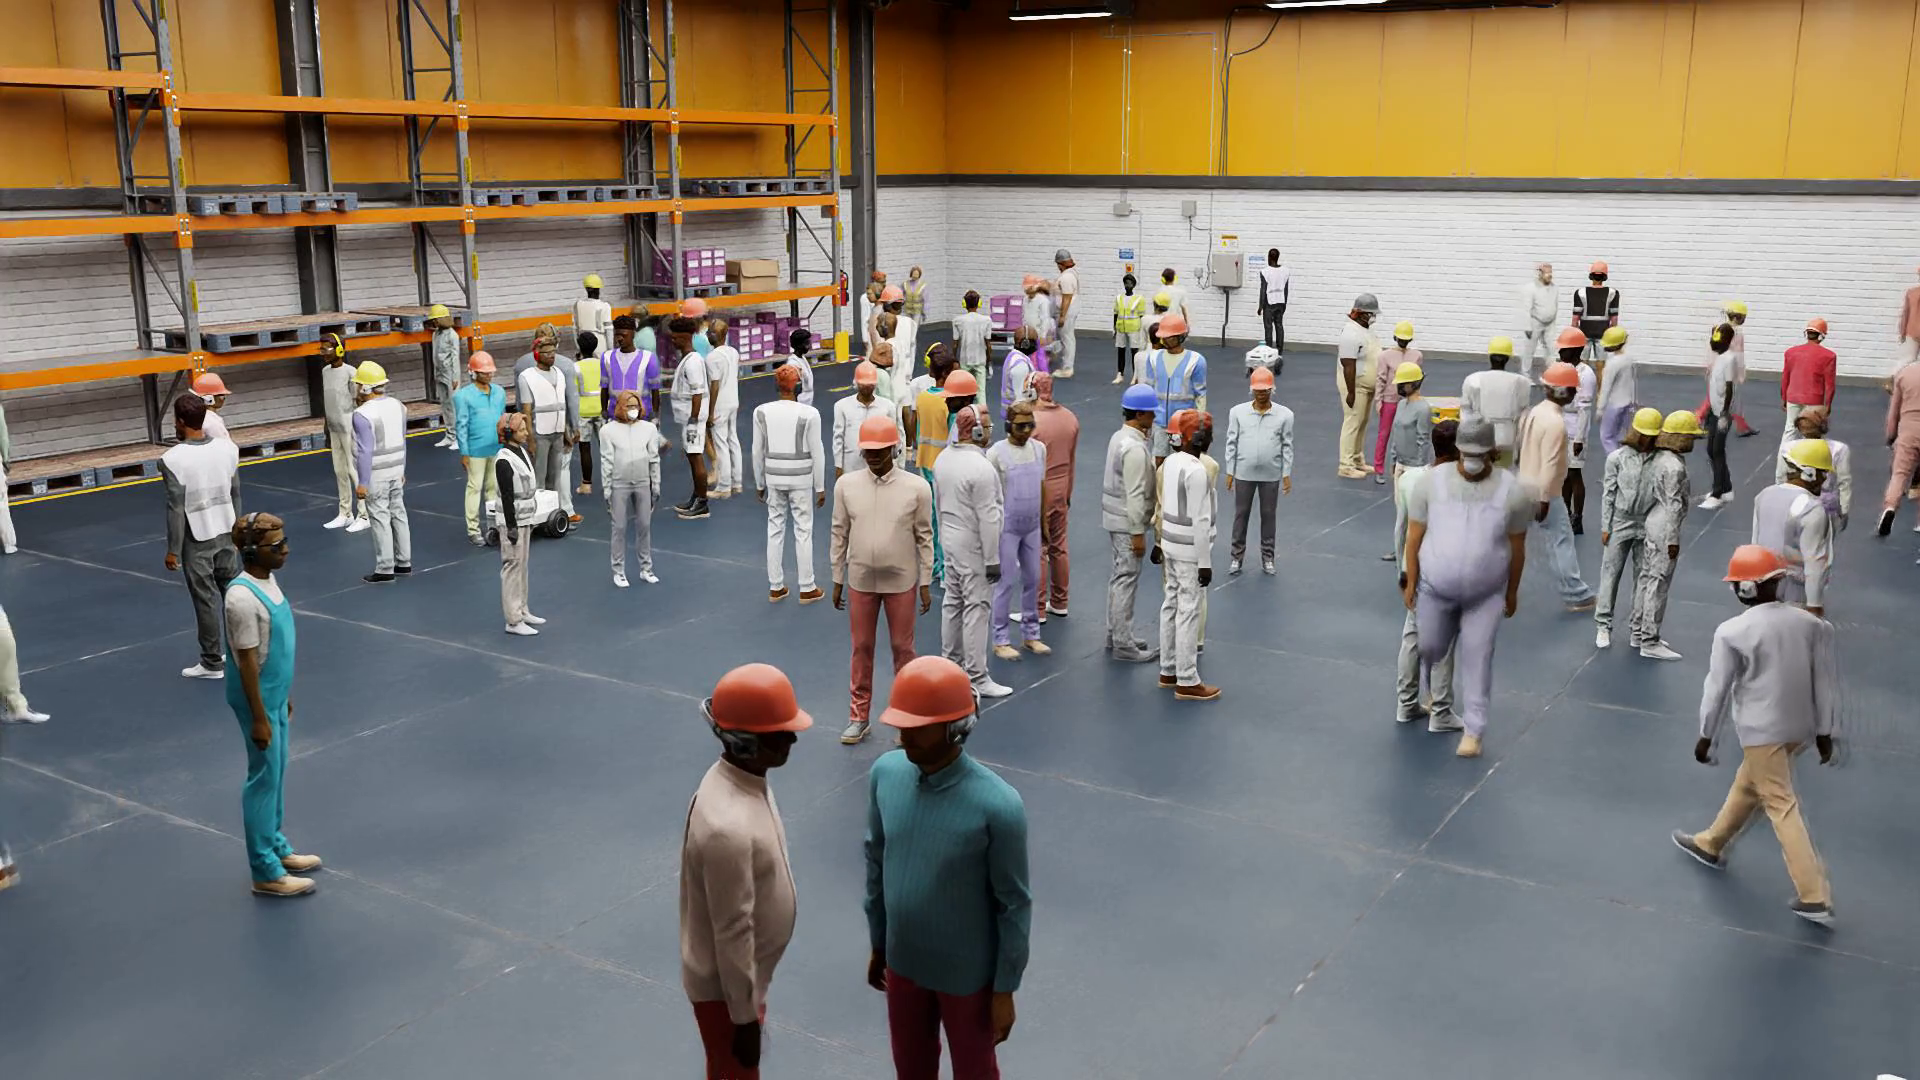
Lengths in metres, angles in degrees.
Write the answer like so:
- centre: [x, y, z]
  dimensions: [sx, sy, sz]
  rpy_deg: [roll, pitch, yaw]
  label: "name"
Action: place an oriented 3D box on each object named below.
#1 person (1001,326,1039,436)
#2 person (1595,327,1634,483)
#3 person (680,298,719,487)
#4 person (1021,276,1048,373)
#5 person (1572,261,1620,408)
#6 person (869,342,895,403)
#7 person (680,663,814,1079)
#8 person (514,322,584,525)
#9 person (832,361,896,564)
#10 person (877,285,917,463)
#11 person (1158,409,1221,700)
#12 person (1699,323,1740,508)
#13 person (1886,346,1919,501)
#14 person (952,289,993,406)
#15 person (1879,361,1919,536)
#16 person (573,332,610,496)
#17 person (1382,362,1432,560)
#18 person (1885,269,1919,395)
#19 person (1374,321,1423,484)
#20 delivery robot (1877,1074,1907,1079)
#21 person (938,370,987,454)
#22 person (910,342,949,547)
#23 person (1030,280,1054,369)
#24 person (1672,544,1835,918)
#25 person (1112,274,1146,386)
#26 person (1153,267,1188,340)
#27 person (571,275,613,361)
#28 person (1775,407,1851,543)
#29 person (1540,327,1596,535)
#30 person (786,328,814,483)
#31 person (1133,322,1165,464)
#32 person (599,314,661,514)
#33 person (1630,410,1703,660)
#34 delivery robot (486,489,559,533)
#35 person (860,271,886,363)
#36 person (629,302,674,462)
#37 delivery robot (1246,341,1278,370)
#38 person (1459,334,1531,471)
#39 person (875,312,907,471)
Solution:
- centre: [0.619, -1.197, 16.462]
  dimensions: [0.429, 1.837, 0.624]
  rpy_deg: [-1, 13, -2]
  label: "person"
- centre: [6.993, -1.431, 17.749]
  dimensions: [0.334, 1.706, 0.629]
  rpy_deg: [11, 17, 40]
  label: "person"
- centre: [-2.672, -1.543, 17.574]
  dimensions: [0.434, 2.020, 0.675]
  rpy_deg: [2, 13, 9]
  label: "person"
- centre: [1.101, -3.070, 24.842]
  dimensions: [0.501, 1.726, 0.574]
  rpy_deg: [-9, 16, -35]
  label: "person"
- centre: [8.847, -2.866, 23.231]
  dimensions: [0.609, 2.044, 0.393]
  rpy_deg: [4, 14, 17]
  label: "person"
- centre: [-0.785, -1.191, 16.862]
  dimensions: [0.286, 1.633, 0.500]
  rpy_deg: [-3, 13, -15]
  label: "person"
- centre: [-0.649, 1.335, 5.154]
  dimensions: [0.432, 1.982, 0.619]
  rpy_deg: [0, 13, -1]
  label: "person"
- centre: [-3.884, -1.086, 15.739]
  dimensions: [0.635, 1.937, 0.354]
  rpy_deg: [4, 13, 15]
  label: "person"
- centre: [-0.813, -0.666, 14.318]
  dimensions: [0.563, 1.753, 0.327]
  rpy_deg: [-3, 13, -12]
  label: "person"
- centre: [-0.754, -1.853, 18.837]
  dimensions: [0.380, 2.045, 0.605]
  rpy_deg: [10, 16, 37]
  label: "person"
- centre: [1.482, 0.090, 10.759]
  dimensions: [0.355, 1.884, 0.573]
  rpy_deg: [-3, 13, -14]
  label: "person"
- centre: [7.646, -1.234, 16.637]
  dimensions: [0.392, 1.835, 0.643]
  rpy_deg: [3, 13, 12]
  label: "person"
- centre: [9.779, -1.239, 16.957]
  dimensions: [0.320, 1.686, 0.541]
  rpy_deg: [-6, 14, -25]
  label: "person"
- centre: [0.156, -2.156, 20.565]
  dimensions: [0.510, 1.860, 0.333]
  rpy_deg: [1, 13, 2]
  label: "person"
- centre: [8.859, -0.953, 15.307]
  dimensions: [0.830, 1.875, 0.662]
  rpy_deg: [-12, 18, -43]
  label: "person"
- centre: [-3.820, -1.306, 17.224]
  dimensions: [0.540, 1.695, 0.317]
  rpy_deg: [-9, 16, -35]
  label: "person"
- centre: [3.831, -0.644, 14.229]
  dimensions: [0.342, 1.756, 0.534]
  rpy_deg: [-3, 13, -12]
  label: "person"
- centre: [13.858, -3.009, 24.054]
  dimensions: [0.730, 1.961, 0.604]
  rpy_deg: [-5, 14, -21]
  label: "person"
- centre: [4.701, -1.470, 17.806]
  dimensions: [0.533, 1.758, 0.332]
  rpy_deg: [-3, 13, -13]
  label: "person"
- centre: [3.303, 1.967, 5.326]
  dimensions: [0.707, 0.478, 0.477]
  rpy_deg: [10, 16, 37]
  label: "delivery robot"
- centre: [0.026, -0.306, 12.389]
  dimensions: [0.387, 1.931, 0.545]
  rpy_deg: [-3, 13, -11]
  label: "person"
- centre: [-0.208, -0.835, 14.818]
  dimensions: [0.515, 1.865, 0.328]
  rpy_deg: [-10, 16, -36]
  label: "person"
- centre: [1.242, -3.242, 25.864]
  dimensions: [0.317, 1.586, 0.584]
  rpy_deg: [8, 15, 32]
  label: "person"
- centre: [3.802, 0.877, 7.823]
  dimensions: [0.568, 1.673, 0.972]
  rpy_deg: [-5, 14, -21]
  label: "person"
- centre: [2.575, -3.215, 25.496]
  dimensions: [0.541, 1.700, 0.316]
  rpy_deg: [8, 15, 30]
  label: "person"
- centre: [3.180, -3.217, 25.261]
  dimensions: [0.553, 1.832, 0.848]
  rpy_deg: [1, 13, 6]
  label: "person"
- centre: [-4.882, -2.569, 22.222]
  dimensions: [0.587, 1.916, 0.392]
  rpy_deg: [4, 14, 18]
  label: "person"
- centre: [6.525, -0.228, 12.744]
  dimensions: [0.542, 1.605, 0.724]
  rpy_deg: [8, 15, 30]
  label: "person"
- centre: [5.632, -1.007, 15.434]
  dimensions: [0.392, 1.929, 0.546]
  rpy_deg: [-2, 13, -8]
  label: "person"
- centre: [-1.705, -1.396, 17.616]
  dimensions: [0.317, 1.694, 0.540]
  rpy_deg: [1, 13, 5]
  label: "person"
- centre: [1.946, -1.256, 16.669]
  dimensions: [0.341, 1.857, 0.521]
  rpy_deg: [-12, 18, -43]
  label: "person"
- centre: [-3.236, -1.229, 16.296]
  dimensions: [0.613, 1.964, 0.361]
  rpy_deg: [2, 13, 6]
  label: "person"
- centre: [4.962, -0.046, 11.655]
  dimensions: [0.319, 1.742, 0.492]
  rpy_deg: [2, 13, 8]
  label: "person"
- centre: [-3.981, -0.295, 15.134]
  dimensions: [0.477, 0.478, 0.707]
  rpy_deg: [6, 14, 24]
  label: "delivery robot"
- centre: [-1.170, -2.885, 23.688]
  dimensions: [0.575, 1.878, 0.347]
  rpy_deg: [-11, 17, -40]
  label: "person"
- centre: [-3.547, -1.673, 18.357]
  dimensions: [0.624, 1.905, 0.658]
  rpy_deg: [-4, 14, -17]
  label: "person"
- centre: [4.830, -2.928, 26.557]
  dimensions: [0.477, 0.478, 0.707]
  rpy_deg: [7, 15, 27]
  label: "delivery robot"
- centre: [4.770, -0.876, 14.900]
  dimensions: [0.597, 1.914, 0.533]
  rpy_deg: [3, 13, 15]
  label: "person"
- centre: [-0.758, -1.516, 17.812]
  dimensions: [0.345, 1.846, 0.508]
  rpy_deg: [5, 14, 22]
  label: "person"
